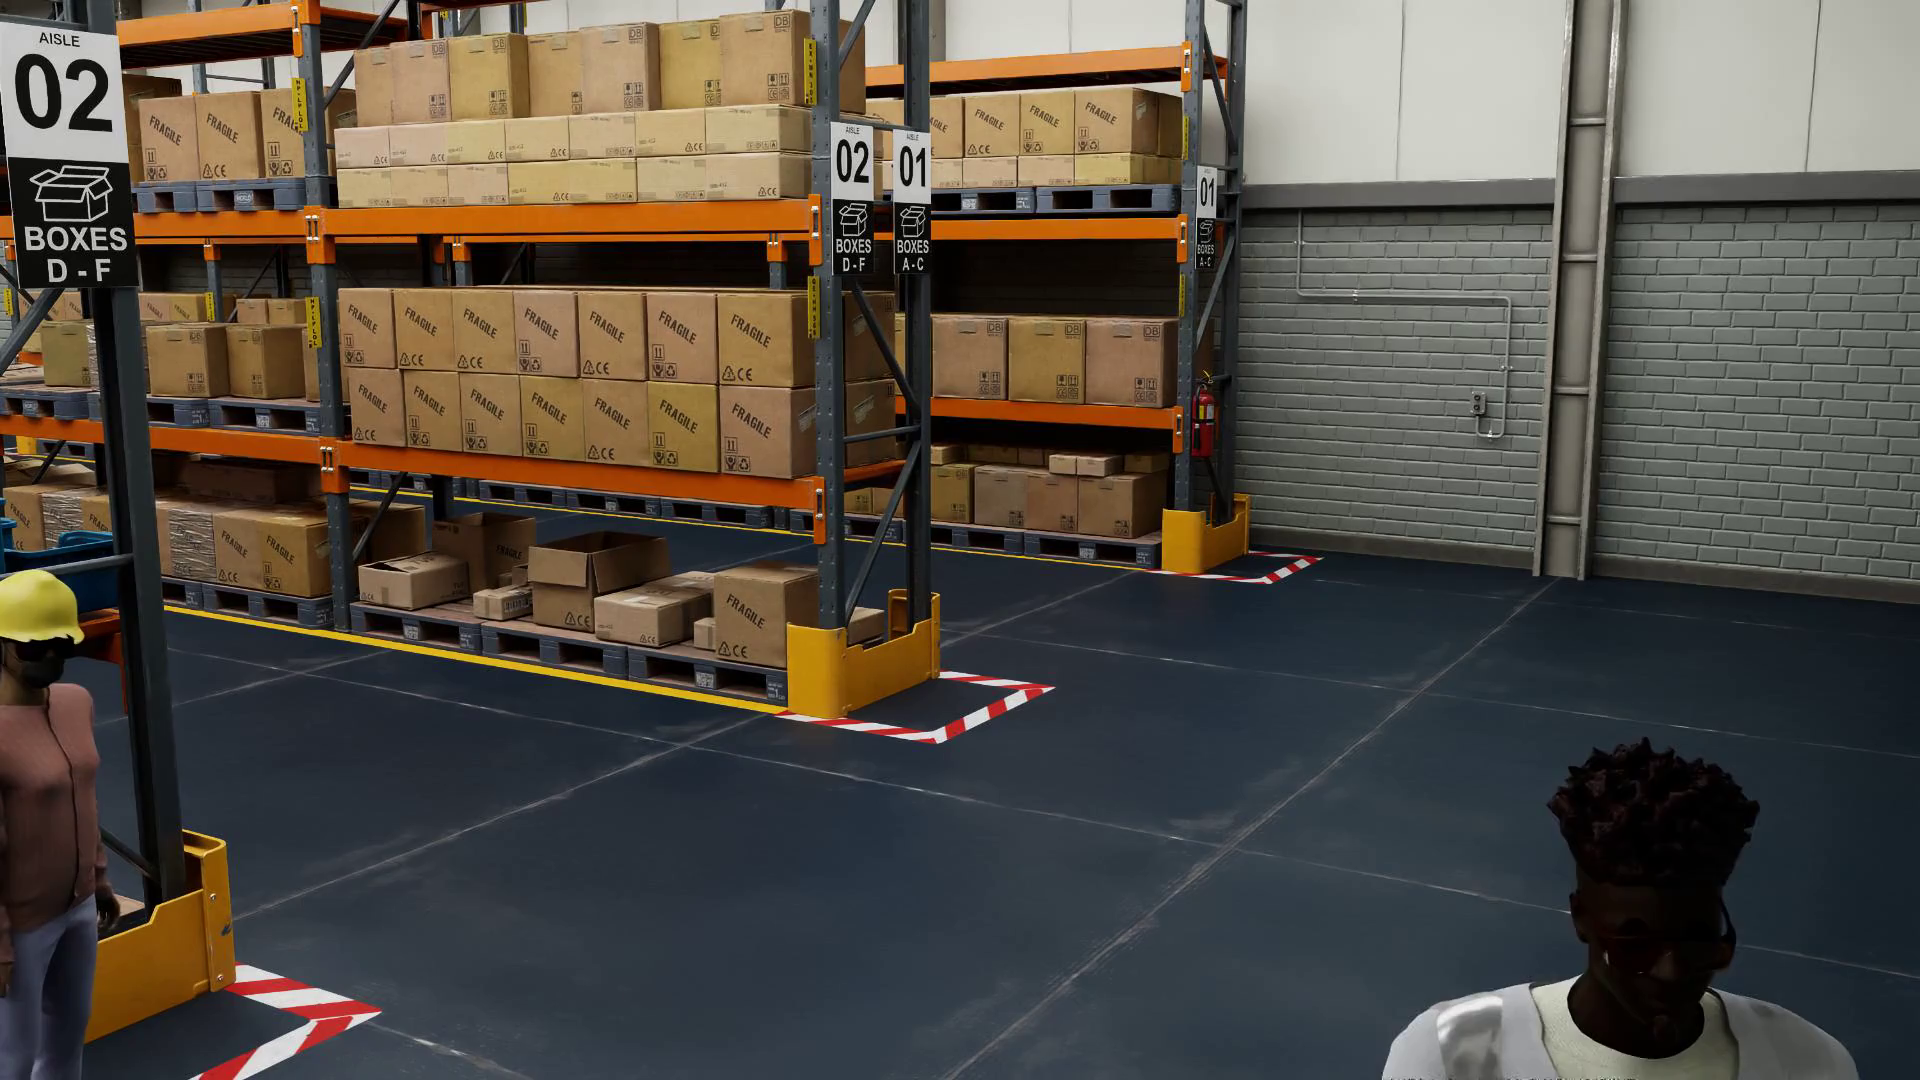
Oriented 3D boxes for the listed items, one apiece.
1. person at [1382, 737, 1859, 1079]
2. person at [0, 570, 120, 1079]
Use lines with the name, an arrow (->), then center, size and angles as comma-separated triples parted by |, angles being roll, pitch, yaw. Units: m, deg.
person -> 0.816, 1.200, 2.132 | 0.612, 1.964, 0.364 | 0, 10, 0
person -> -2.318, 0.944, 4.228 | 0.329, 1.764, 0.524 | 1, 10, 5
